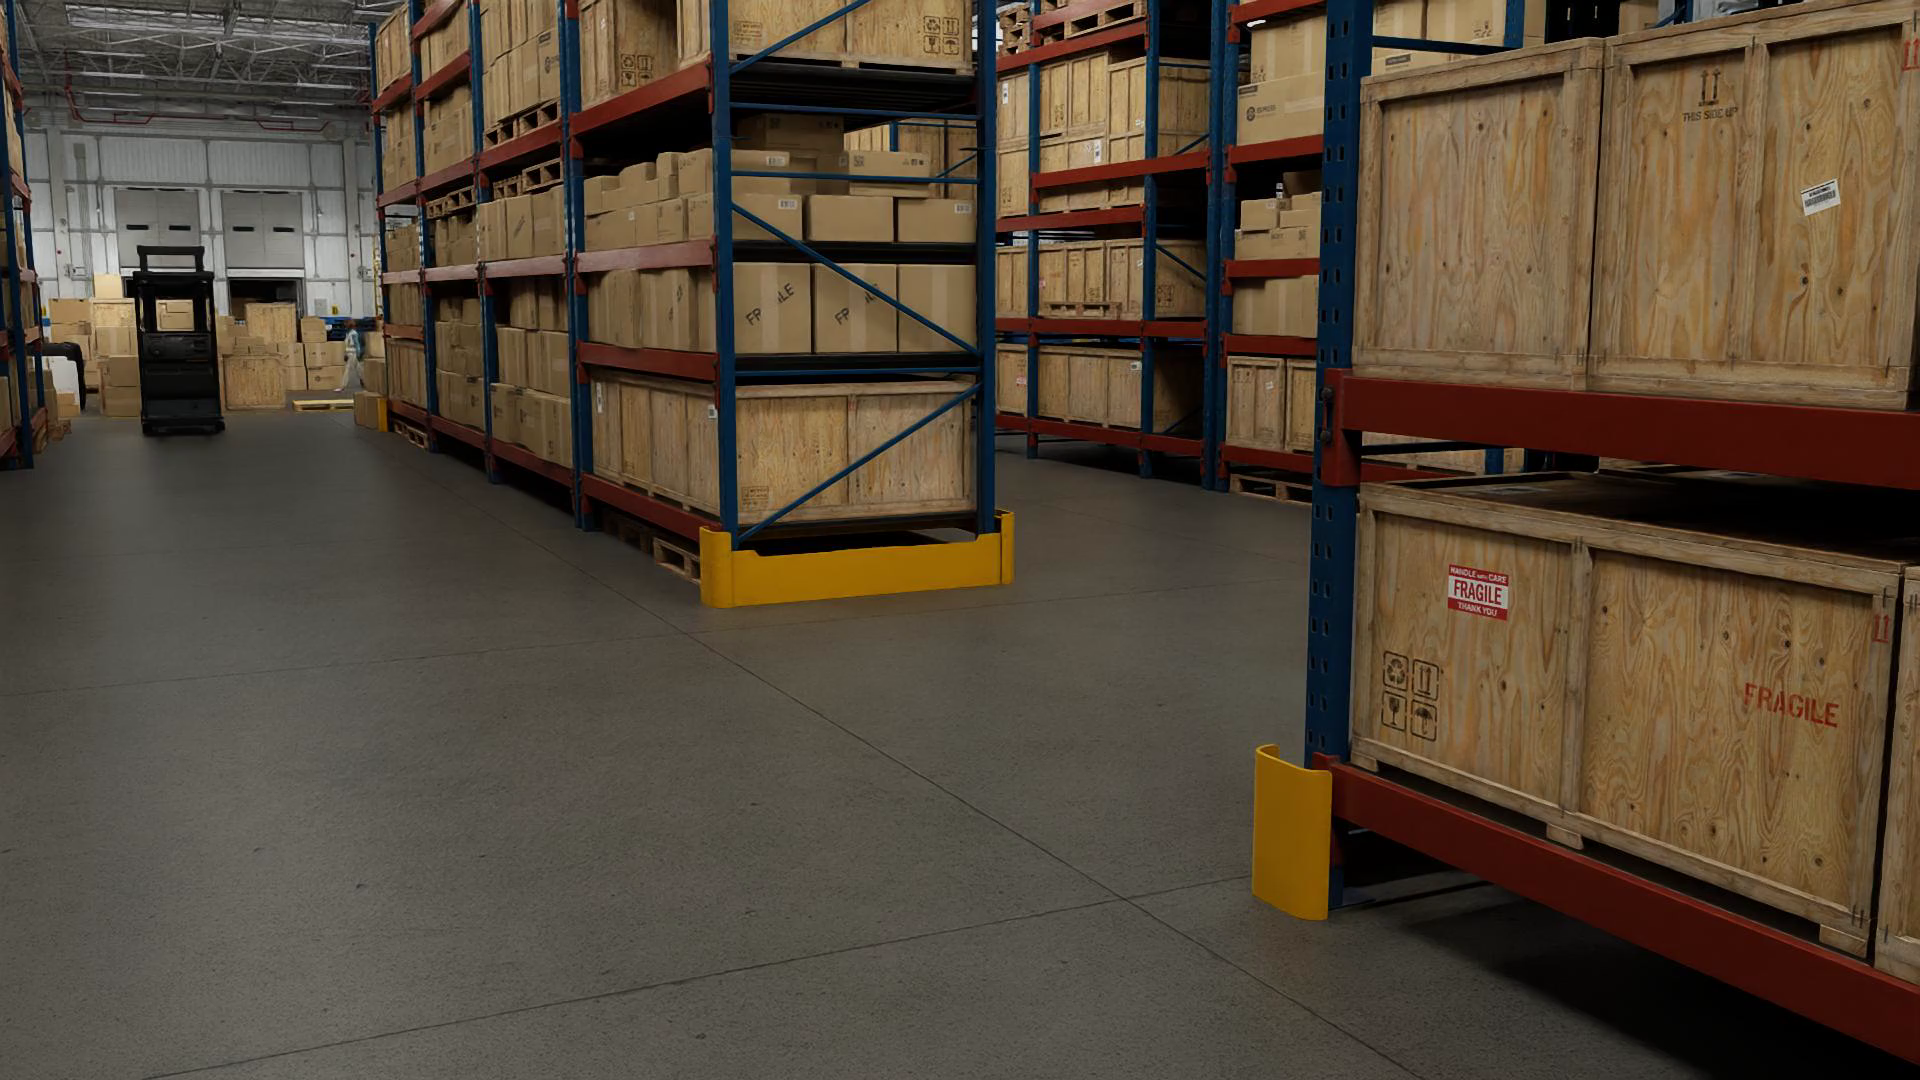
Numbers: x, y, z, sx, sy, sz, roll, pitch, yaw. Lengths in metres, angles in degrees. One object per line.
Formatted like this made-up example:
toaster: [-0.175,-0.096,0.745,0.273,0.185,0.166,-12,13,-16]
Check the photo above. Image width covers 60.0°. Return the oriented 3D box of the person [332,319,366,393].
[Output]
person: [-13.067,-3.953,35.758,0.884,1.594,0.531,-6,10,-35]

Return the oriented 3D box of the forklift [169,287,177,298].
forklift: [-25.232,-7.037,52.614,1.873,2.768,1.129,8,11,43]

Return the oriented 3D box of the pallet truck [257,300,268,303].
pallet truck: [-23.913,-7.404,58.171,1.885,1.965,0.823,-1,8,-9]

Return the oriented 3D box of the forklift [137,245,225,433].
forklift: [-11.976,-3.093,25.417,1.129,2.768,1.873,-4,9,-26]

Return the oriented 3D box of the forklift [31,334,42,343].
forklift: [-30.382,-7.219,53.872,1.129,2.768,1.873,-4,9,-26]
